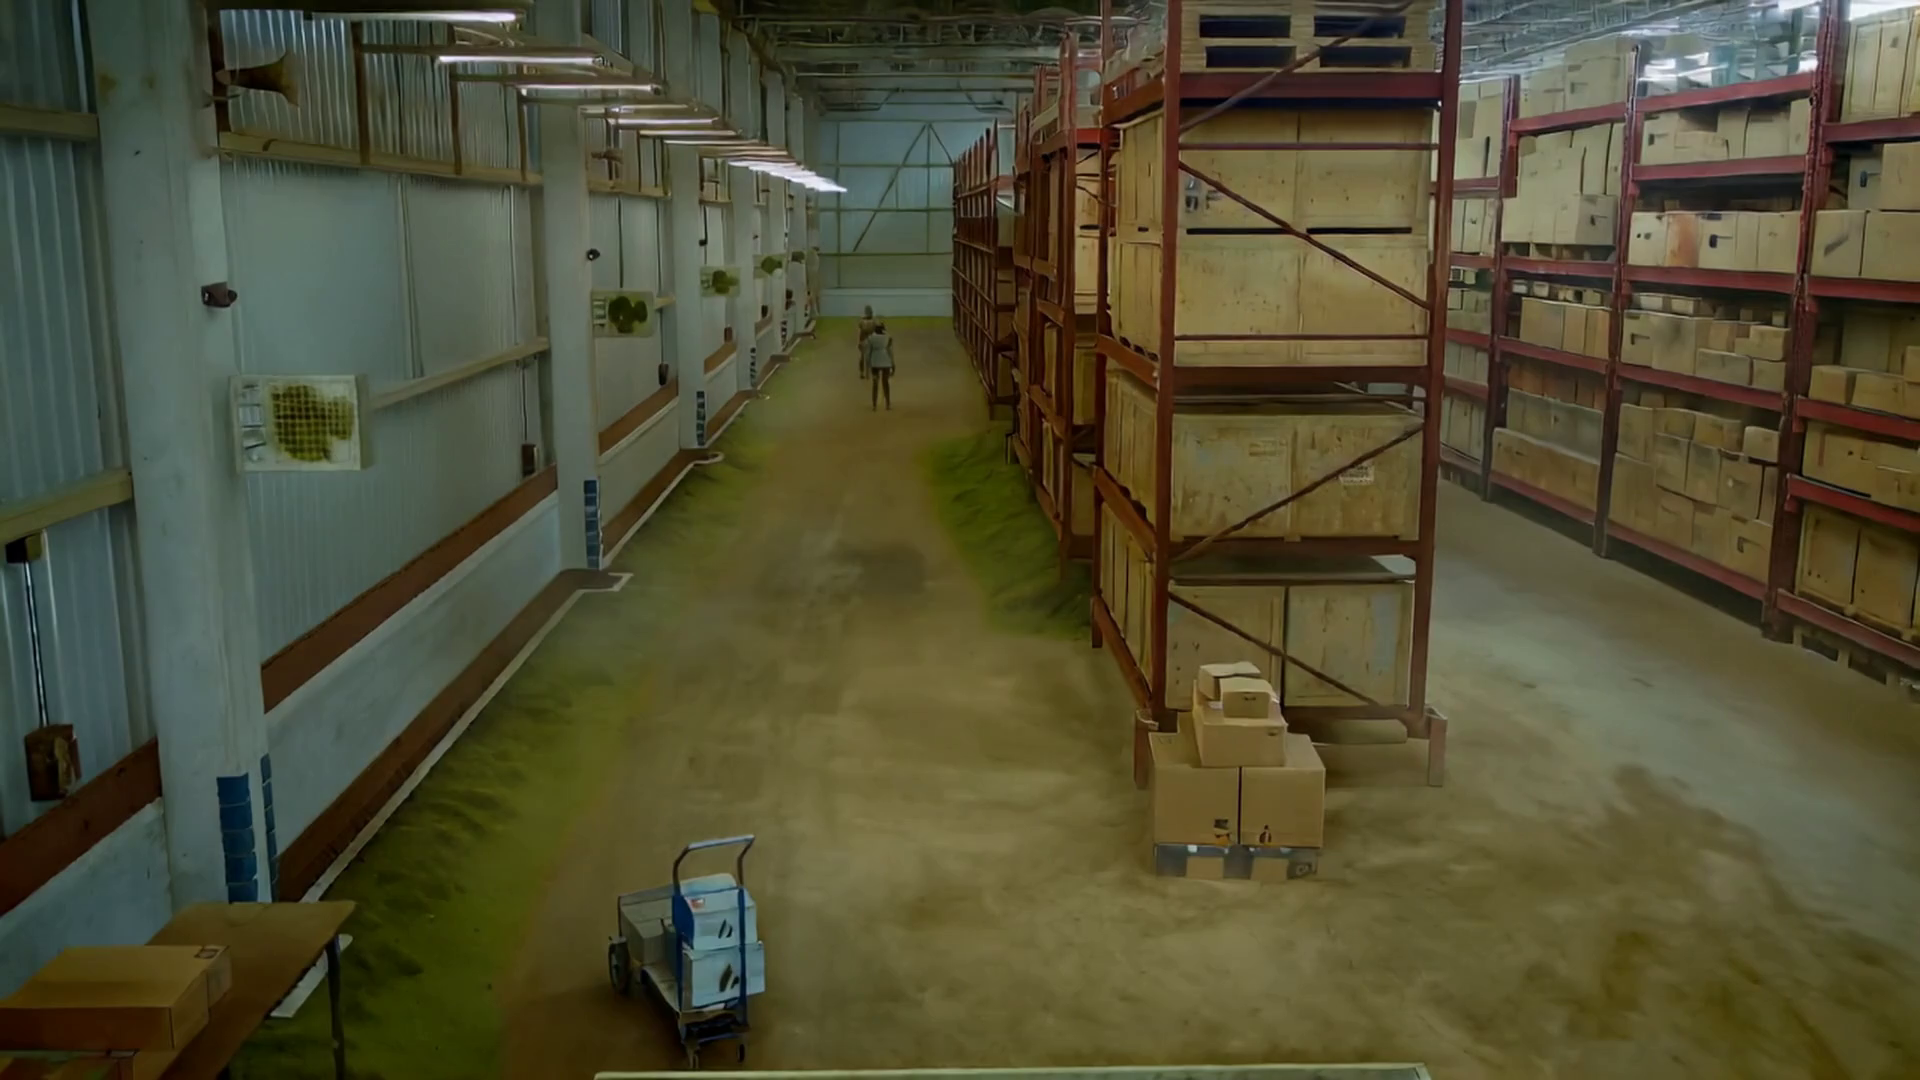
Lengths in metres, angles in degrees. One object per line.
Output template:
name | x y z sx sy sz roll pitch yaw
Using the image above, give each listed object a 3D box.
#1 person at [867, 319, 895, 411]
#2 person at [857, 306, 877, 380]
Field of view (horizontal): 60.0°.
person | -1.692 -3.752 35.706 0.613 1.988 0.404 -3 11 -15
person | -2.358 -5.058 42.708 0.591 1.910 0.392 -6 12 -27
